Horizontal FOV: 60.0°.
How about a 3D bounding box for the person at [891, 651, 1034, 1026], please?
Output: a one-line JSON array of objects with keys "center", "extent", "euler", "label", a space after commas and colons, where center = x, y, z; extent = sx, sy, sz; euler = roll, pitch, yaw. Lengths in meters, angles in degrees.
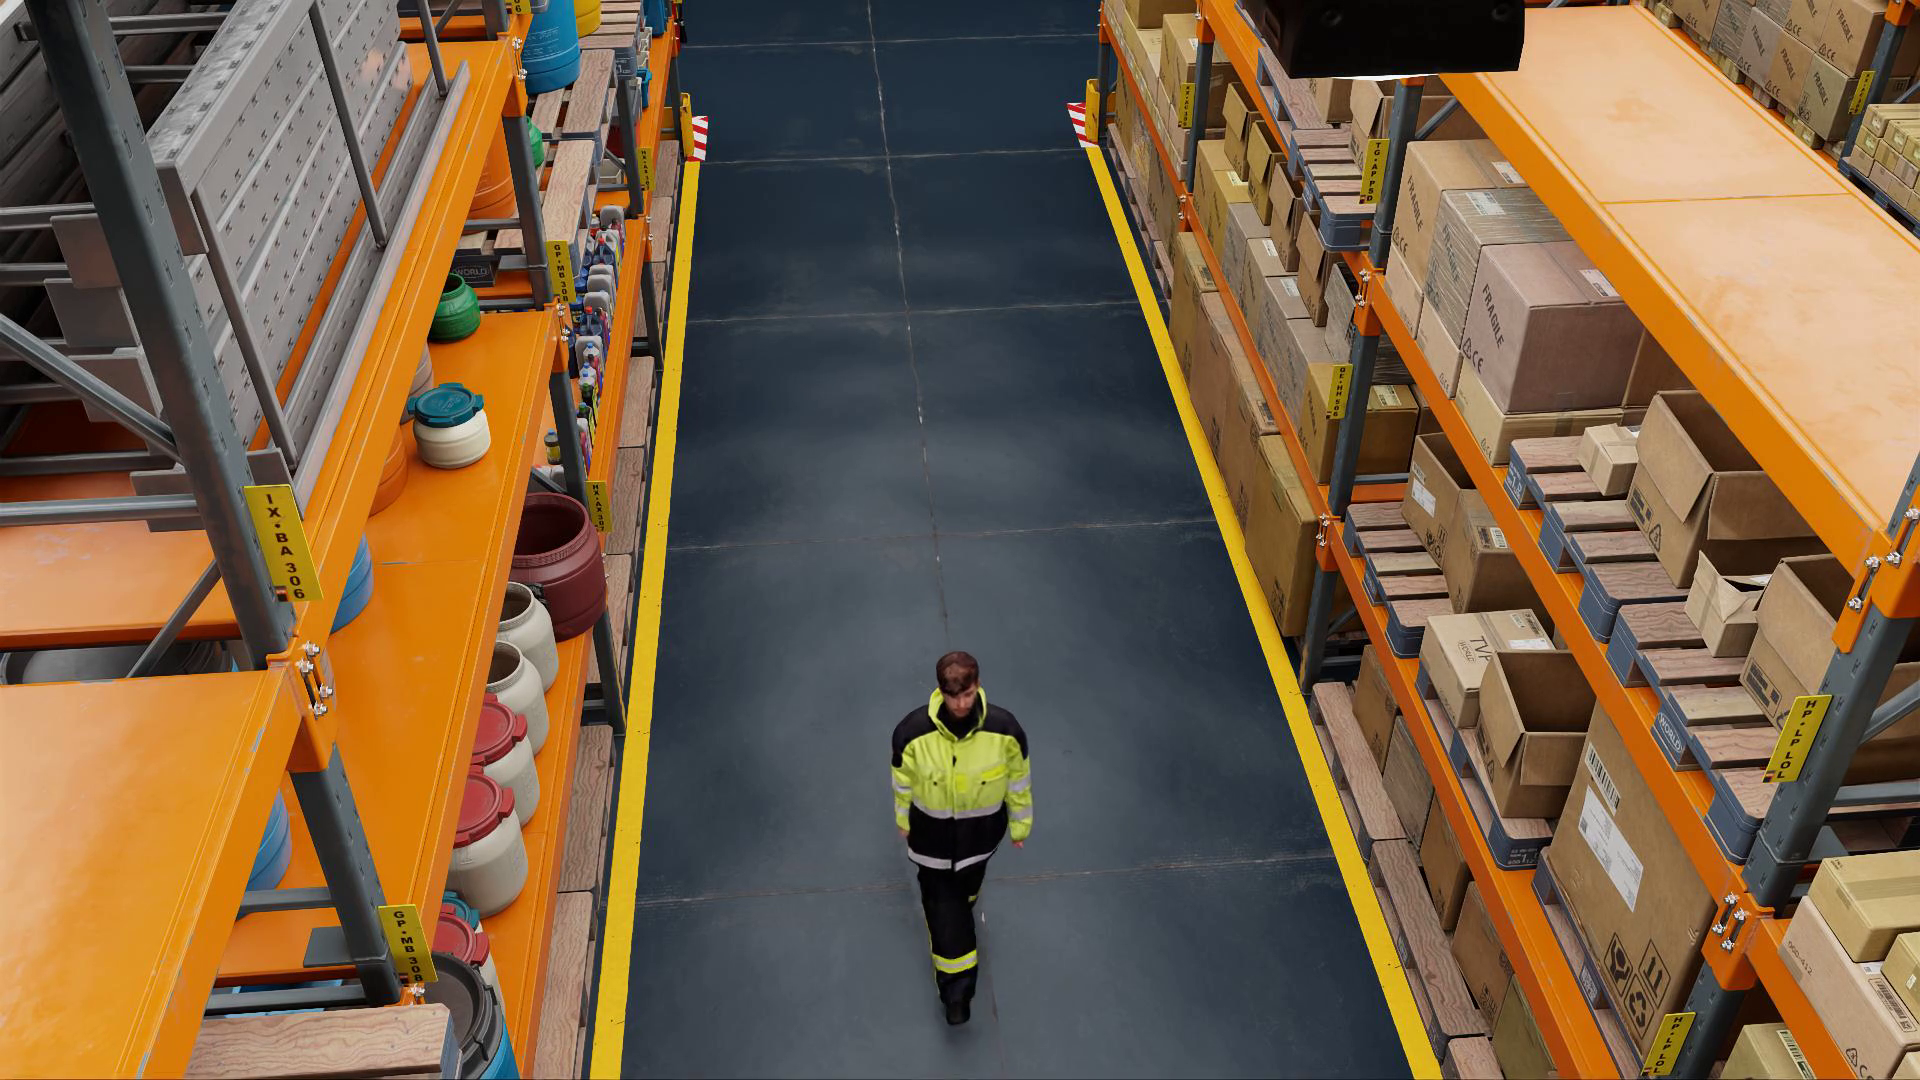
[{"center": [-0.006, 1.231, 7.798], "extent": [0.846, 1.934, 1.185], "euler": [-6, 38, -8], "label": "person"}]
